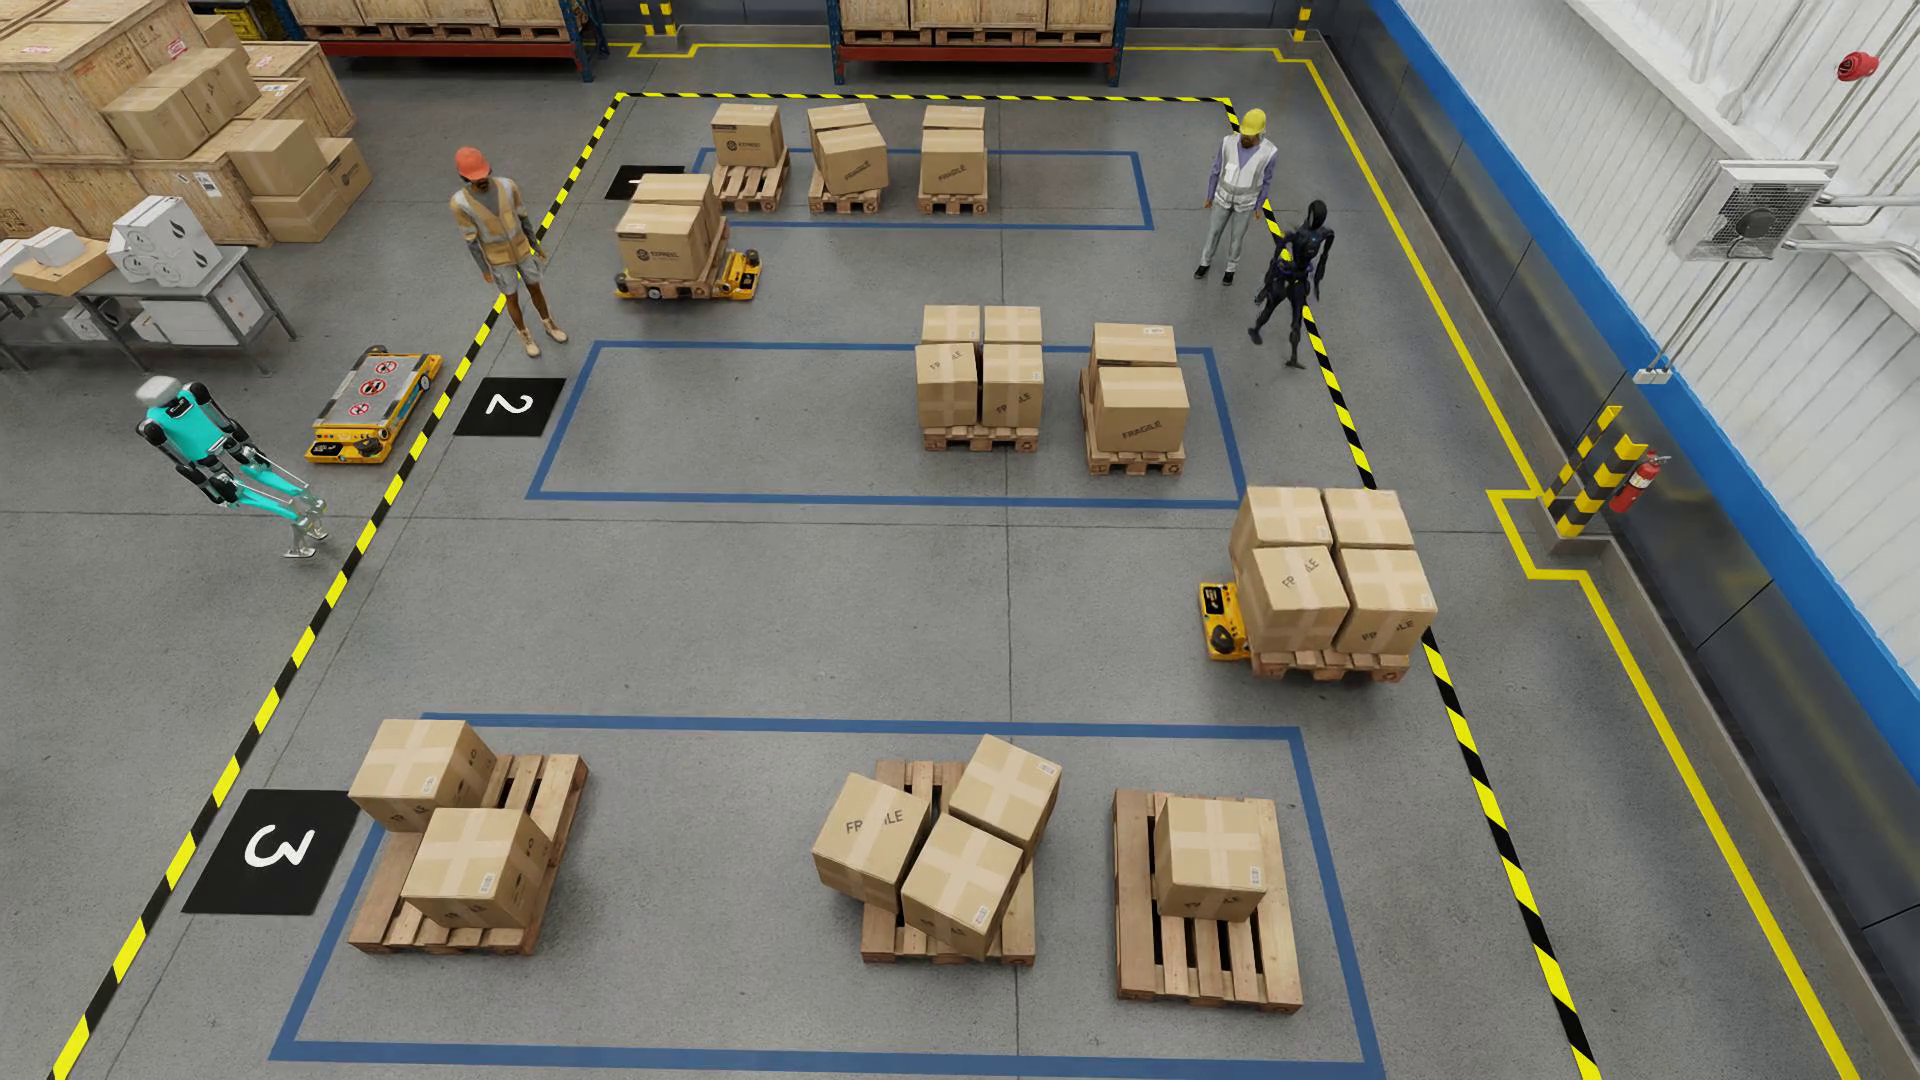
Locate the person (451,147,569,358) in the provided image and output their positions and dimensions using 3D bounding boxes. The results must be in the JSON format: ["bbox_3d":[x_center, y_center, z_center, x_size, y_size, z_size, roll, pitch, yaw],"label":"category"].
[{"bbox_3d":[-4.129,-2.622,8.424,0.392,2.042,0.609,37,59,27],"label":"person"}]

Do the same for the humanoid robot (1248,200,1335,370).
[{"bbox_3d":[3.075,-2.363,8.473,0.614,1.617,0.810,-8,50,-7],"label":"humanoid robot"}]

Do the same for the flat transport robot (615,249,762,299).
[{"bbox_3d":[-2.880,-2.843,9.754,1.431,0.197,0.652,1,50,1],"label":"flat transport robot"}]

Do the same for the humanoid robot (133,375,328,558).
[{"bbox_3d":[-5.171,-0.476,6.721,0.735,1.675,0.533,9,50,8],"label":"humanoid robot"}]

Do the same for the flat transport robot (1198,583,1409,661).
[{"bbox_3d":[2.557,0.588,6.851,1.431,0.197,0.652,1,50,1],"label":"flat transport robot"}]

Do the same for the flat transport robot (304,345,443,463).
[{"bbox_3d":[-5.383,-1.269,8.441,0.659,0.231,1.431,1,50,1],"label":"flat transport robot"}]

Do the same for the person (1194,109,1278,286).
[{"bbox_3d":[2.779,-3.440,9.255,0.598,1.827,0.404,20,53,16],"label":"person"}]
